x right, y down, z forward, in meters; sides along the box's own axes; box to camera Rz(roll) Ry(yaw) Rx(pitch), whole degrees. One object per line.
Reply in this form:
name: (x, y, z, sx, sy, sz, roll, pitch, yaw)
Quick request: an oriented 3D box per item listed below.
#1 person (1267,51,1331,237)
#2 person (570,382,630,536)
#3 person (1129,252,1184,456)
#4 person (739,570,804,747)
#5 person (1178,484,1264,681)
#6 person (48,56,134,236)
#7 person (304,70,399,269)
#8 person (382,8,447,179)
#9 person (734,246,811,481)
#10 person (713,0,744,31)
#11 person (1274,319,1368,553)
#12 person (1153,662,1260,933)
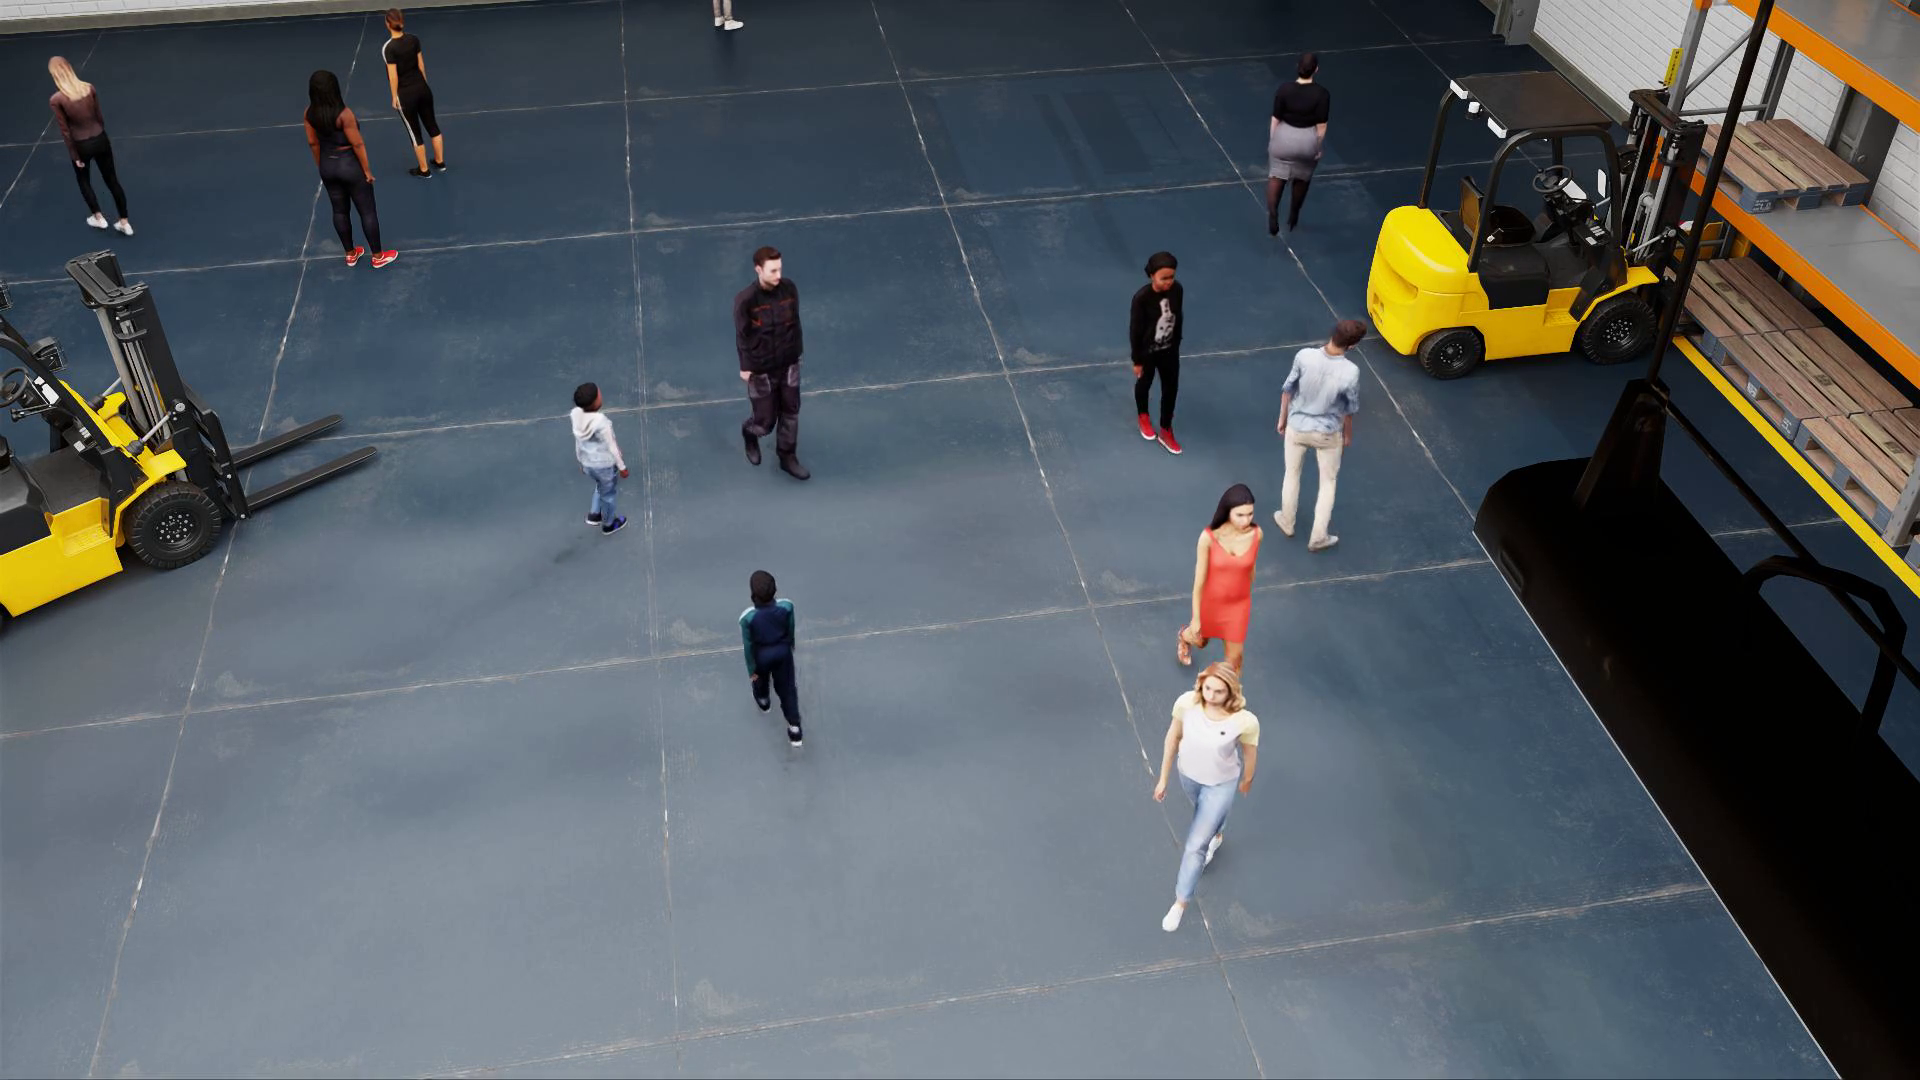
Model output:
person: (3.028, -3.522, 15.041, 0.916, 1.743, 1.055, 13, 40, 15)
person: (-2.576, -0.541, 11.704, 0.586, 1.250, 0.648, 27, 46, 29)
person: (1.438, -1.486, 12.562, 0.694, 1.656, 0.808, -12, 40, -15)
person: (-1.127, 0.721, 10.134, 0.593, 1.237, 0.920, -12, 40, -15)
person: (1.574, 0.347, 10.239, 0.586, 1.691, 1.056, -7, 39, -9)
person: (-7.857, -3.550, 15.123, 0.881, 1.685, 0.817, 27, 46, 30)
person: (-5.432, -3.272, 14.670, 0.756, 1.815, 0.757, 8, 39, 10)
person: (-5.309, -4.338, 16.123, 0.712, 1.668, 0.657, 25, 45, 28)
person: (-1.413, -1.300, 12.132, 0.900, 1.901, 0.990, -27, 46, -29)
person: (-2.757, -6.612, 19.174, 0.667, 1.415, 0.586, -31, 48, -33)
person: (2.428, -0.767, 11.528, 0.835, 1.823, 0.845, 4, 39, 5)
person: (1.386, 1.244, 9.129, 1.085, 1.674, 1.194, 20, 43, 23)
